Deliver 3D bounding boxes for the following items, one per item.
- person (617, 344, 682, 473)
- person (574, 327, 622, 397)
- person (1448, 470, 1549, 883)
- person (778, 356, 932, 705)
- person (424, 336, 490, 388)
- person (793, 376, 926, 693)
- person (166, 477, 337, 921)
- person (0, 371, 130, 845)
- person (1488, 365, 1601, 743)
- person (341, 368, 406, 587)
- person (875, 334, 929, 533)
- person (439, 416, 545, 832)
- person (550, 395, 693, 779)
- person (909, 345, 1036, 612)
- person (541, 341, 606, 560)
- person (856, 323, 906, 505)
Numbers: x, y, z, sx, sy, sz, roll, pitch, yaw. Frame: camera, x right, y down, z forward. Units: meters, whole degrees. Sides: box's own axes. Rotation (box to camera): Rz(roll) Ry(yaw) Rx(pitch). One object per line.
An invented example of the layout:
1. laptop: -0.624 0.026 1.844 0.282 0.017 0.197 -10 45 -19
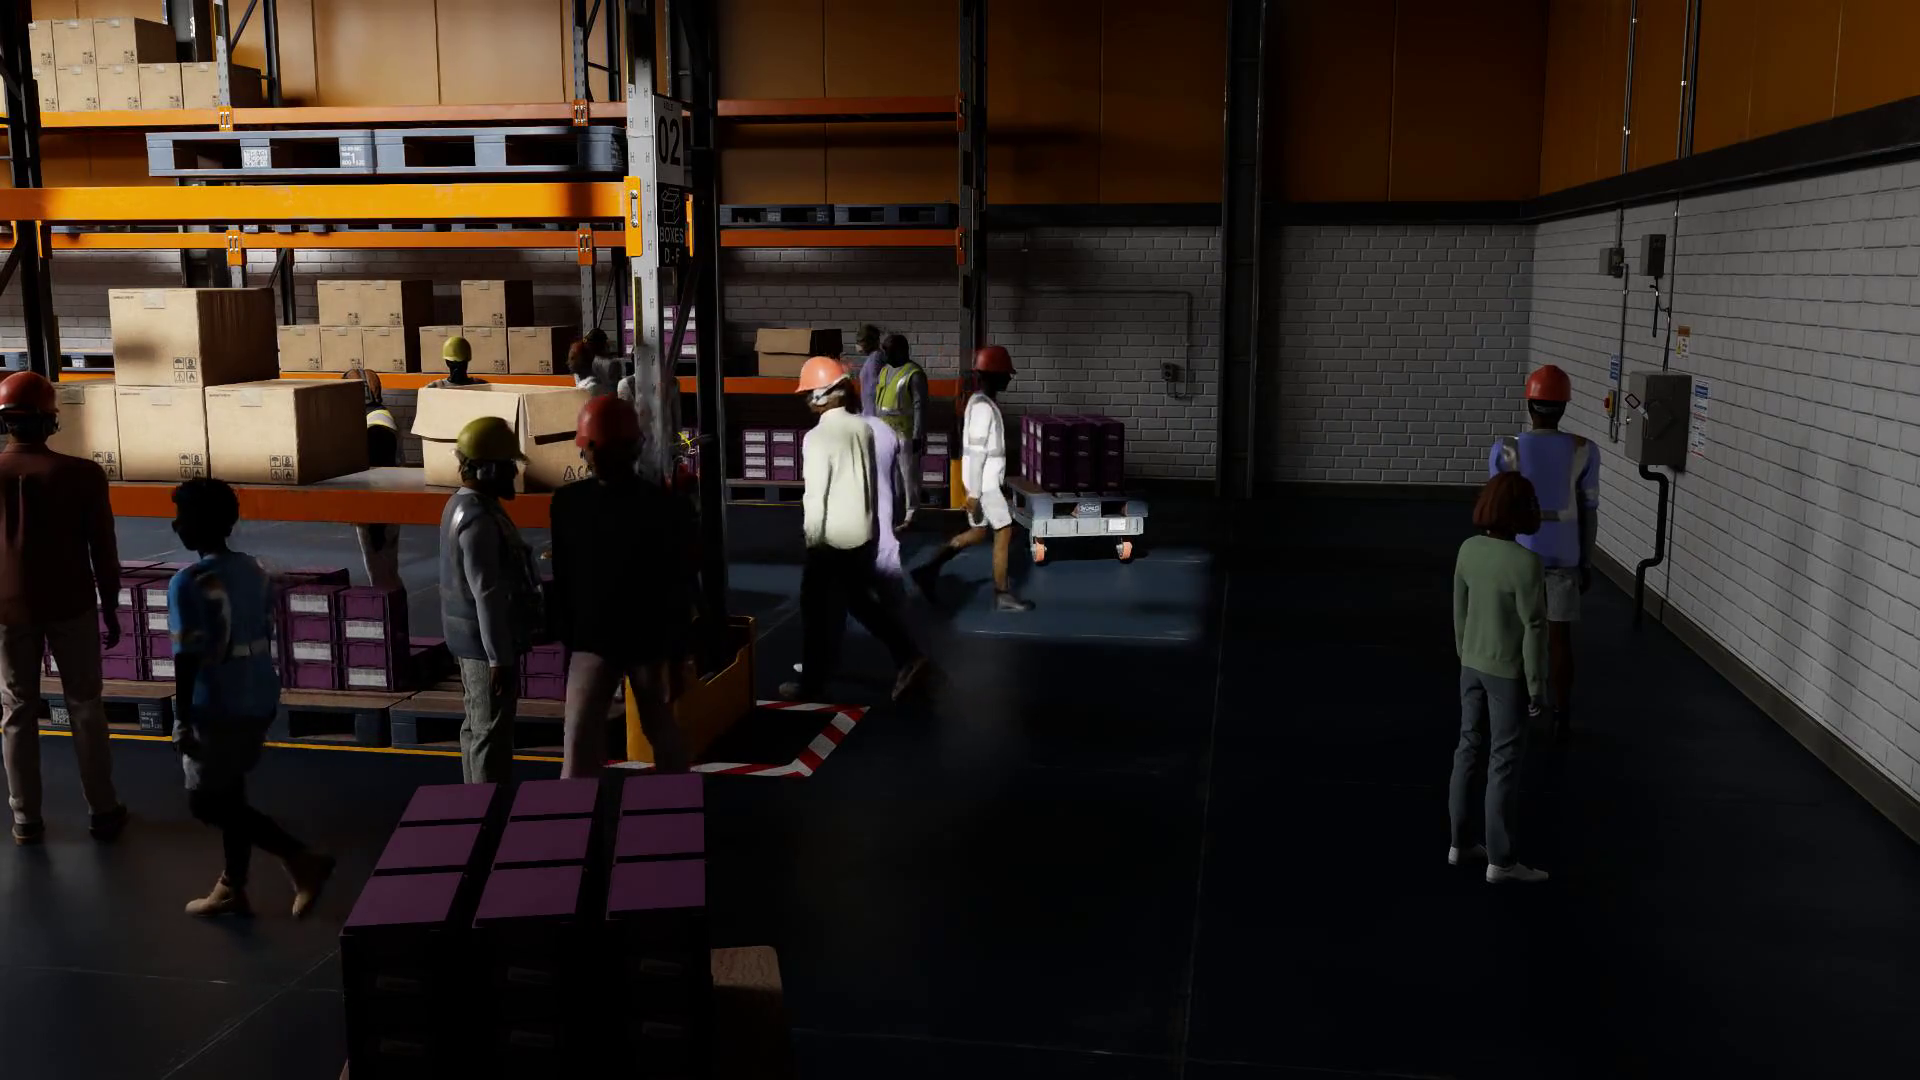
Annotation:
1. person: -2.536 -0.714 13.601 0.572 1.883 0.354 -7 12 -38
2. person: -3.554 -1.152 16.357 0.514 1.872 0.332 -6 11 -31
3. person: 2.147 0.537 6.603 0.281 1.636 0.500 -4 10 -21
4. person: -0.591 -0.032 9.184 0.833 1.959 0.657 5 11 30
5. person: -3.861 -0.618 12.917 0.581 1.919 0.391 -6 11 -31
6. person: -0.565 -0.036 9.539 0.687 1.847 1.035 -7 12 -39
7. person: -2.597 0.605 6.061 0.583 1.682 0.542 1 9 6
8. person: -3.877 0.291 7.038 0.620 1.995 0.394 -3 10 -20
9. person: 2.967 0.078 8.520 0.542 1.938 0.358 2 9 13
10. person: -3.573 -0.128 10.127 0.429 1.836 0.626 -3 10 -21
11. person: -0.564 -0.982 15.417 0.430 1.837 0.624 -7 12 -38
12. person: -1.899 0.410 6.786 0.403 1.832 0.586 -4 10 -24
13. person: -1.342 0.407 6.475 0.633 1.929 1.041 2 9 13
14. person: 0.086 -0.425 11.758 0.828 1.909 0.547 -1 9 -4
15. person: -3.051 -0.757 14.008 0.929 1.853 0.578 -2 9 -14
16. person: -0.827 -1.131 16.079 0.454 1.915 0.660 0 9 1
